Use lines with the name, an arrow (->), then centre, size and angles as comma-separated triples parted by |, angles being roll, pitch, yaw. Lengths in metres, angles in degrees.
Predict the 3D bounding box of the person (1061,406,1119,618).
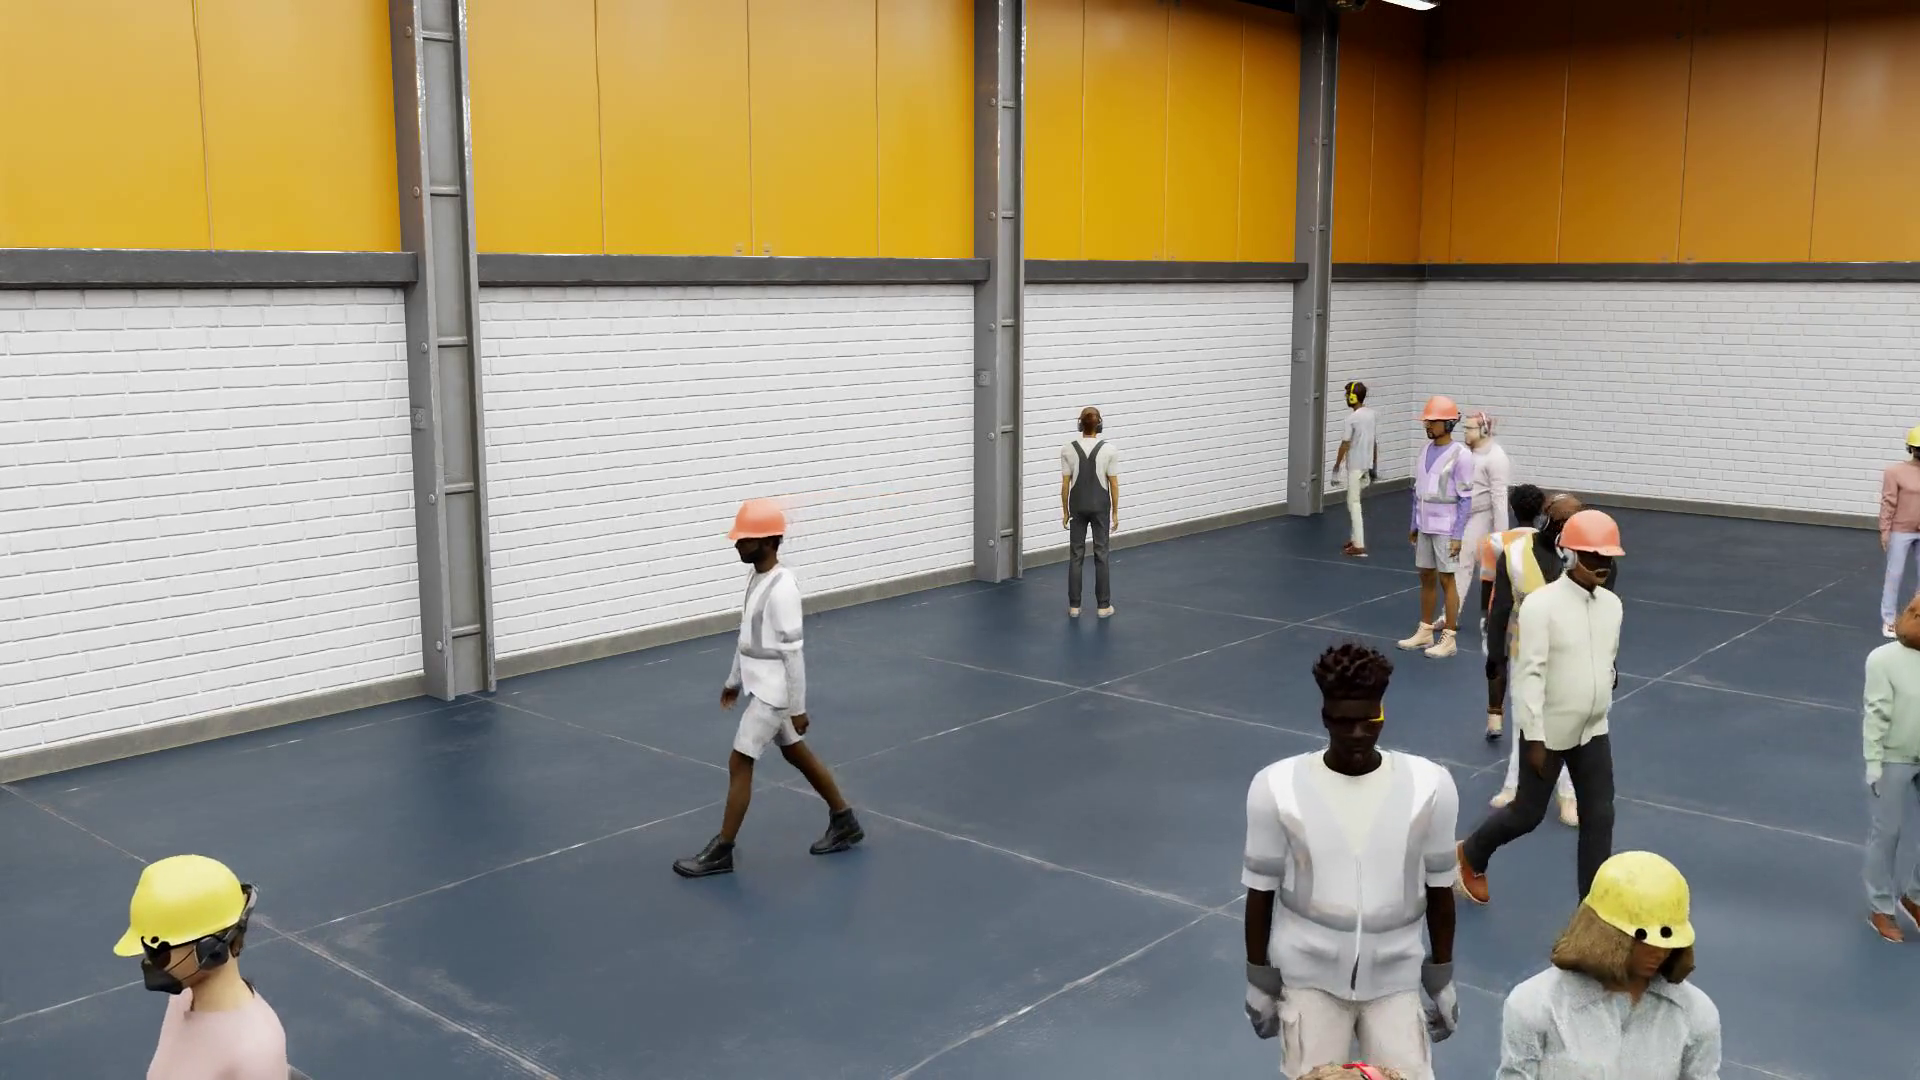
person -> 1.129, -0.238, 14.468 | 0.507, 1.846, 0.345 | 2, 9, 11

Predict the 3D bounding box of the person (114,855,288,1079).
person -> -1.593, 1.529, 3.667 | 0.453, 1.759, 0.532 | -8, 12, -41

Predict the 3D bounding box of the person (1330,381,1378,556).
person -> 4.137, -0.755, 17.675 | 0.571, 1.851, 0.534 | -8, 12, -40

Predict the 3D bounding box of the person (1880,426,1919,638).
person -> 7.811, -0.050, 13.578 | 0.562, 1.762, 0.410 | 1, 9, 7

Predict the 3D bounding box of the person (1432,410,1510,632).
person -> 4.381, -0.160, 13.935 | 0.952, 1.867, 0.671 | -1, 9, -6

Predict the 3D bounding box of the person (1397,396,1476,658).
person -> 3.719, -0.102, 12.988 | 0.379, 2.045, 0.605 | -4, 10, -23

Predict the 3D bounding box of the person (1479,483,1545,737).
person -> 3.538, 0.483, 10.464 | 0.535, 1.686, 0.425 | 4, 10, 21

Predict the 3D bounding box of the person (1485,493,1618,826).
person -> 3.236, 0.638, 9.082 | 0.709, 1.811, 0.560 | 5, 10, 27

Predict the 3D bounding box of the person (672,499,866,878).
person -> -0.926, 0.722, 8.333 | 1.006, 1.893, 0.549 | -3, 9, -15

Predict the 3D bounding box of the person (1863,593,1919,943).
person -> 4.231, 1.003, 7.384 | 0.500, 1.617, 0.380 | 1, 9, 5

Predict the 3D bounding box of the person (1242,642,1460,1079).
person -> 1.134, 1.238, 4.852 | 0.638, 1.953, 0.498 | 1, 9, 7

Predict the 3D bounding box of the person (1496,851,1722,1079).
person -> 1.468, 1.537, 3.653 | 0.512, 1.722, 0.636 | -1, 9, -5

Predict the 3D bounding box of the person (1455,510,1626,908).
person -> 2.669, 0.819, 7.487 | 0.625, 1.968, 0.914 | -4, 10, -24

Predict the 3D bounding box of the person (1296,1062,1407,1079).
person -> 0.582, 1.672, 2.612 | 0.986, 1.793, 0.590 | -2, 9, -10
